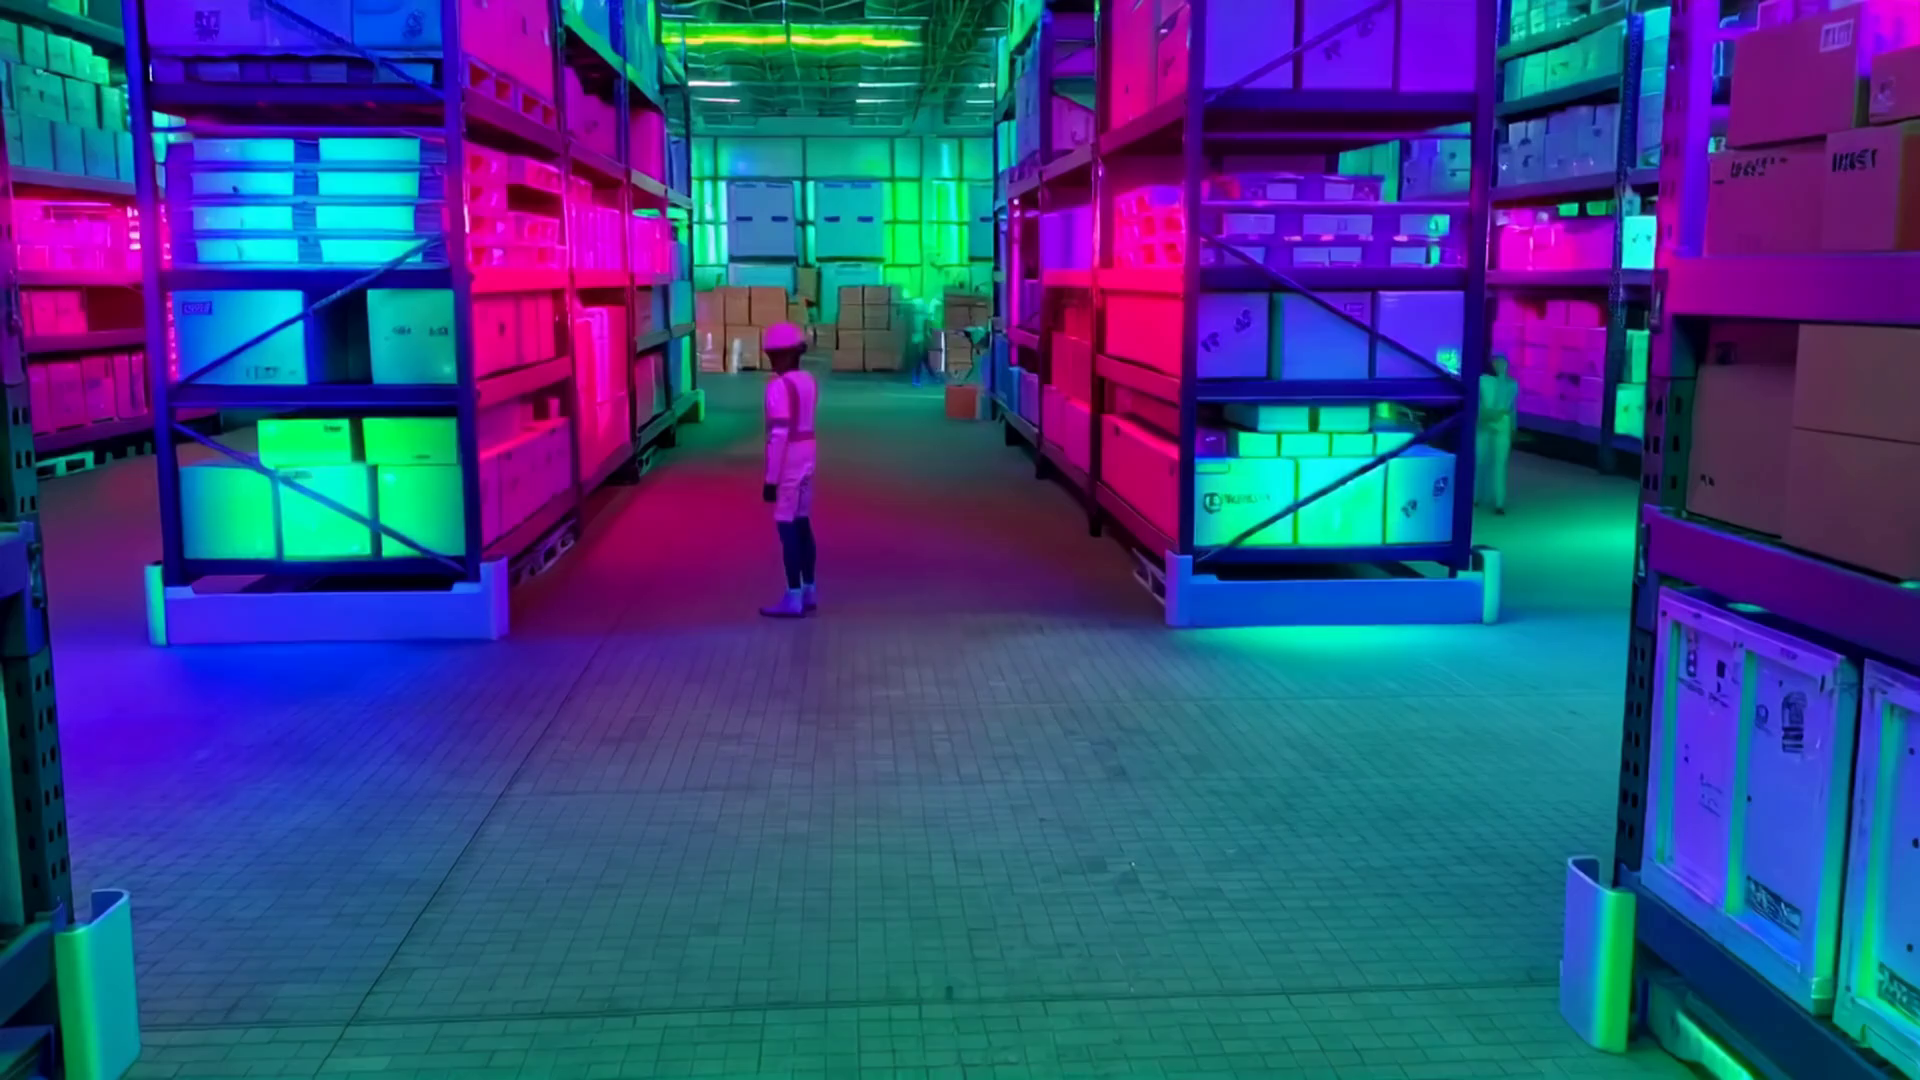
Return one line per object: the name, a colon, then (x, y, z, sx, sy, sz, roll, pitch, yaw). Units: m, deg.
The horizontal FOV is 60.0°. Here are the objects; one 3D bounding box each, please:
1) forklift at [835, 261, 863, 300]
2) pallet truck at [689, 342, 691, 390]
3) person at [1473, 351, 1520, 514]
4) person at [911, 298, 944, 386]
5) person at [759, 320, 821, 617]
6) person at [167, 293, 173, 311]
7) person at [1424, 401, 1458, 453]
forklift: (-3.654, -7.844, 55.081, 1.129, 2.768, 1.873, -1, 9, -4)
pallet truck: (-5.225, -3.008, 27.480, 1.885, 1.965, 0.823, 2, 9, 14)
person: (5.340, -1.100, 16.728, 0.515, 1.602, 0.834, 2, 9, 10)
person: (-0.686, -4.226, 35.522, 0.985, 1.873, 0.598, -5, 11, -31)
person: (-1.192, -0.488, 11.504, 0.371, 2.047, 0.608, 3, 10, 18)
person: (-29.656, -8.605, 62.688, 0.425, 1.984, 0.617, -6, 11, -35)
person: (6.261, -2.036, 21.439, 0.629, 1.978, 0.618, 0, 9, 0)
